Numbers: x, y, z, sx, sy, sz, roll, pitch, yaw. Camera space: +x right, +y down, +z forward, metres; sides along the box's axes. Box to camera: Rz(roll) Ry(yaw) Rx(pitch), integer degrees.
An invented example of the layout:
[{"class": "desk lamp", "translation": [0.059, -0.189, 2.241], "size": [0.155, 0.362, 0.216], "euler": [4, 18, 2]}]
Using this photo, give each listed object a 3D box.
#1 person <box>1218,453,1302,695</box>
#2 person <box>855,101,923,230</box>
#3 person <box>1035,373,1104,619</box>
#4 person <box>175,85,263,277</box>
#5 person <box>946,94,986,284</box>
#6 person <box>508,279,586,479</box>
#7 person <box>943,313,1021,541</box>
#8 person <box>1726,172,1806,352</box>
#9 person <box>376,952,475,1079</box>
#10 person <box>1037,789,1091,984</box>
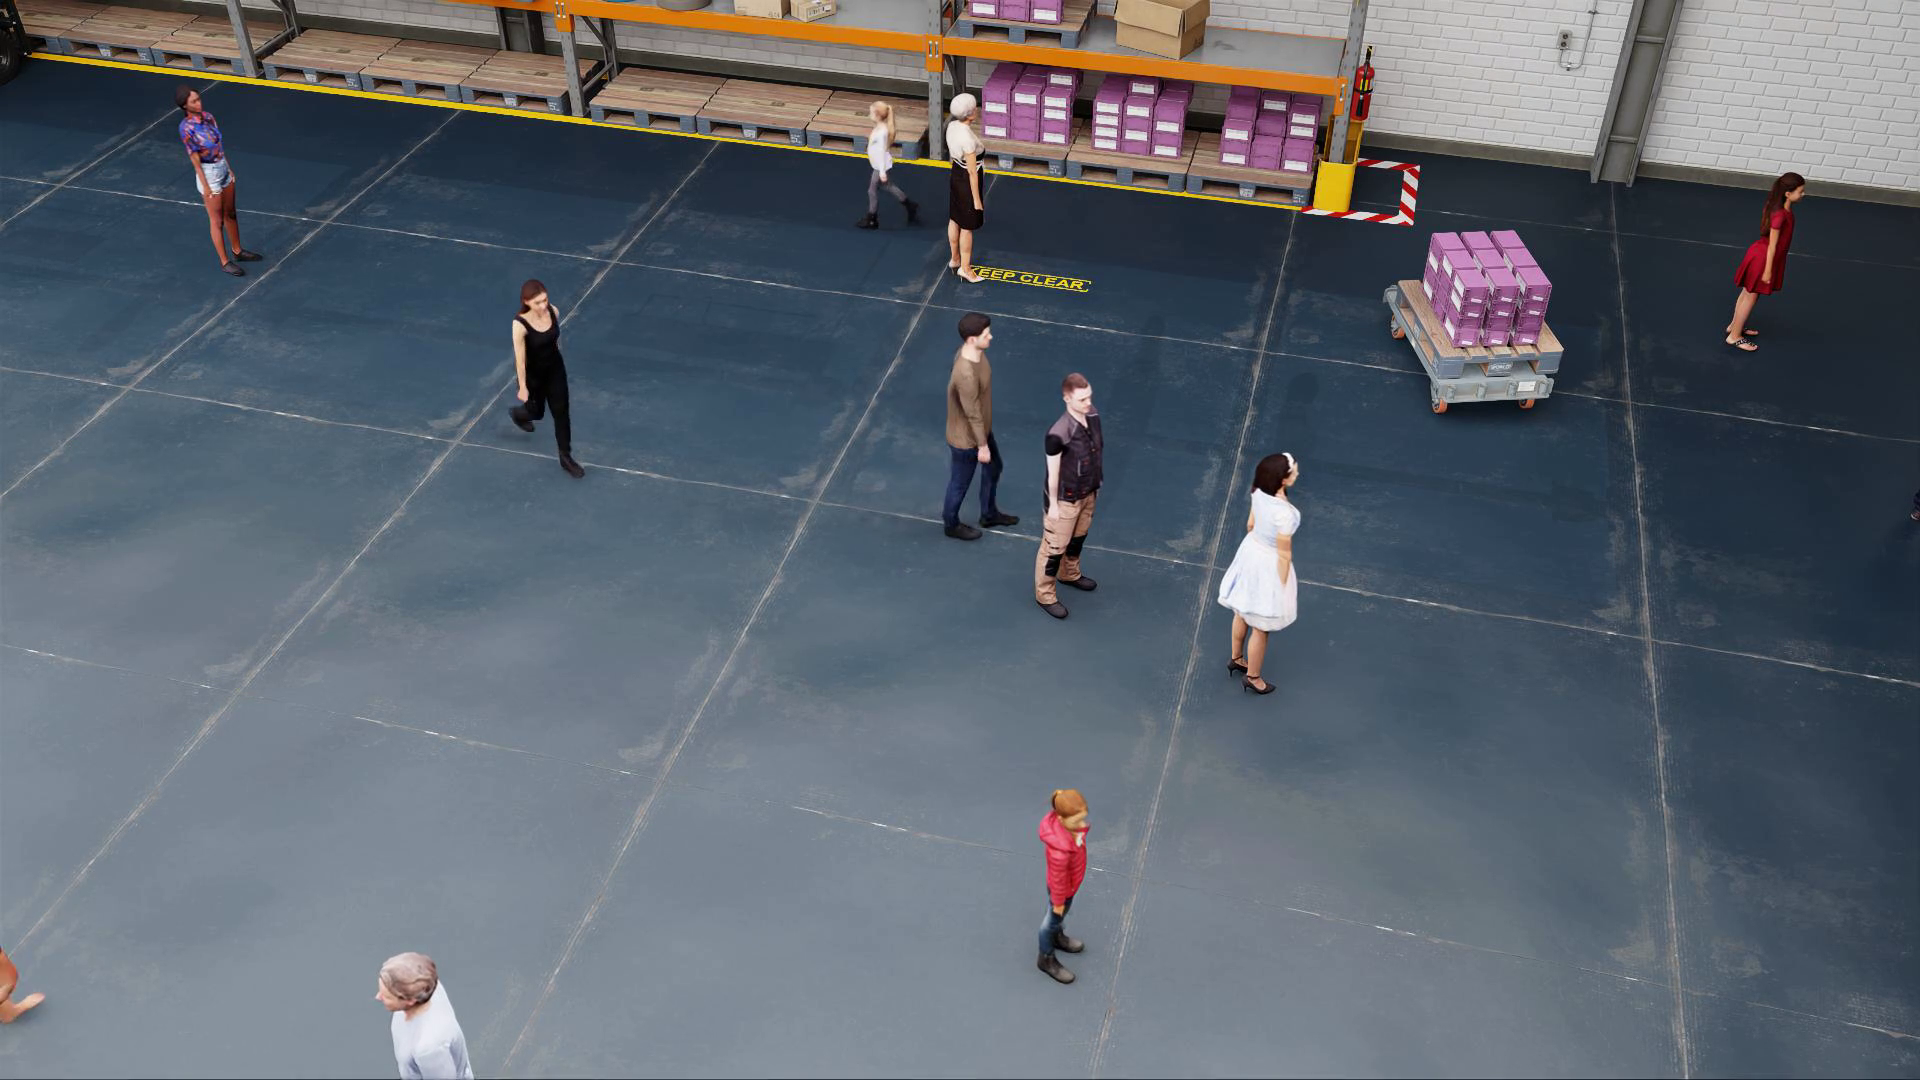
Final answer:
[{"class": "person", "translation": [1.917, 0.210, 10.480], "size": [0.897, 1.817, 0.850], "euler": [-12, 40, -15]}, {"class": "person", "translation": [-0.665, -3.498, 15.568], "size": [0.899, 1.261, 0.617], "euler": [1, 39, 2]}, {"class": "person", "translation": [0.736, -0.345, 11.156], "size": [0.728, 1.841, 0.762], "euler": [25, 45, 28]}, {"class": "person", "translation": [-6.660, -3.226, 14.842], "size": [0.520, 1.743, 0.597], "euler": [7, 39, 9]}, {"class": "person", "translation": [0.034, -3.100, 14.674], "size": [0.733, 1.756, 0.698], "euler": [-16, 41, -19]}, {"class": "person", "translation": [-3.177, -1.260, 12.456], "size": [1.142, 1.649, 0.914], "euler": [29, 47, 31]}, {"class": "person", "translation": [-0.012, -0.778, 11.674], "size": [0.813, 1.871, 0.710], "euler": [4, 39, 5]}, {"class": "person", "translation": [6.724, -2.351, 13.898], "size": [0.627, 1.554, 0.564], "euler": [14, 41, 17]}, {"class": "person", "translation": [-2.348, 2.495, 7.557], "size": [0.796, 1.894, 0.745], "euler": [-18, 42, -21]}, {"class": "person", "translation": [0.537, 1.814, 8.874], "size": [0.499, 1.315, 0.515], "euler": [12, 40, 15]}]
